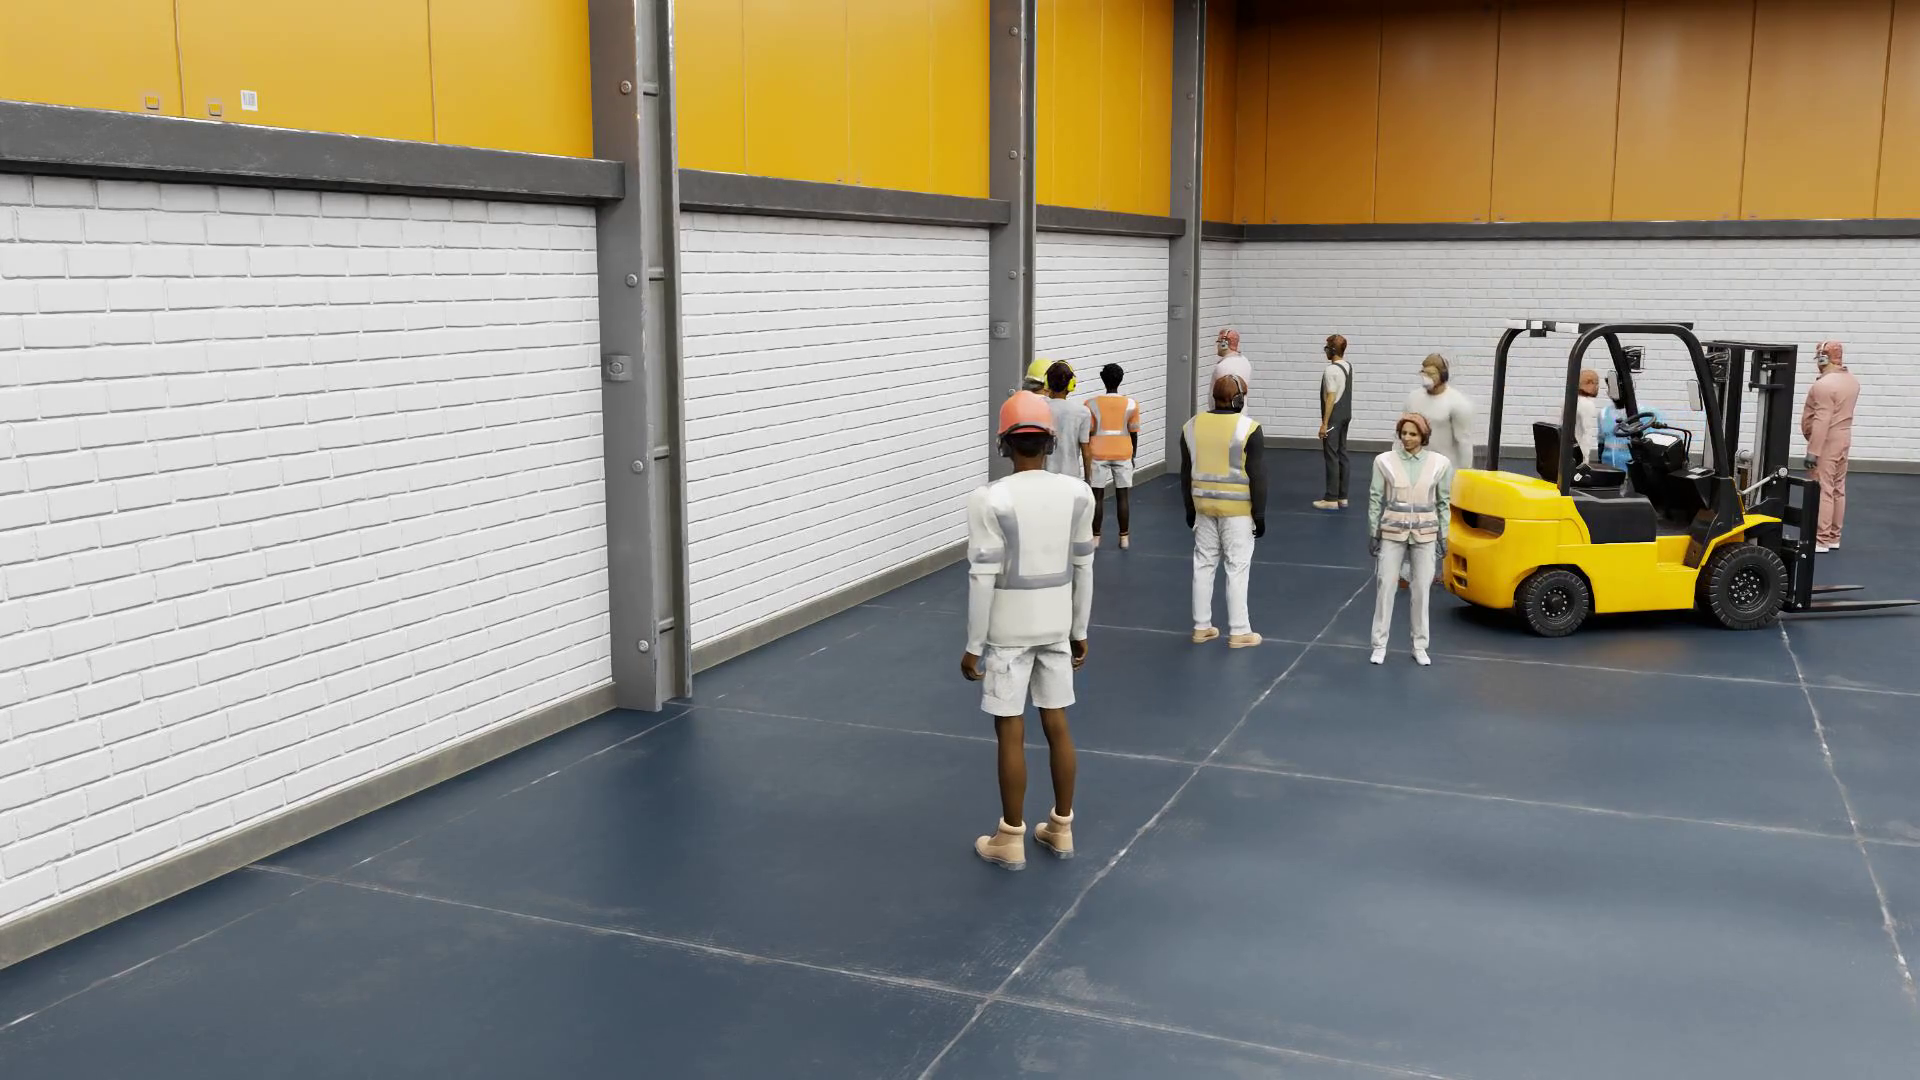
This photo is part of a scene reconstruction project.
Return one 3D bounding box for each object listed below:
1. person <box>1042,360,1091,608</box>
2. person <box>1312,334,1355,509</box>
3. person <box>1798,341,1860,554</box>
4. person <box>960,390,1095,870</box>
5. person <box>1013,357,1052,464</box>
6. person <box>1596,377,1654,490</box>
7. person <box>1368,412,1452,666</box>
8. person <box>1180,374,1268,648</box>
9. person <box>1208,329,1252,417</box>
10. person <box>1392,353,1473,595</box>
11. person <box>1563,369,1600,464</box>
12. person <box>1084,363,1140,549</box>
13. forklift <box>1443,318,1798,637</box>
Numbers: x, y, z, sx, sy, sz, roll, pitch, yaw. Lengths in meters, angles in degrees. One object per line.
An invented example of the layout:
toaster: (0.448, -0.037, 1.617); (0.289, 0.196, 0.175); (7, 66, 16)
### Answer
person: (0.728, -0.397, 12.363); (0.519, 1.873, 0.335); (2, 10, 12)
person: (3.960, -1.247, 17.588); (0.332, 1.844, 0.517); (8, 12, 40)
person: (7.735, -0.828, 14.891); (0.638, 1.901, 0.402); (-8, 12, -39)
person: (0.277, 0.383, 7.115); (0.616, 2.040, 0.373); (-5, 11, -29)
person: (0.665, -0.543, 13.351); (0.404, 1.836, 0.590); (-9, 13, -43)
person: (5.730, -0.611, 14.244); (0.564, 1.673, 0.566); (-6, 11, -33)
person: (2.884, -0.004, 10.689); (0.515, 1.636, 0.315); (2, 9, 9)
person: (1.798, -0.197, 11.235); (0.636, 1.842, 0.429); (8, 12, 39)
person: (2.790, -1.248, 17.408); (0.402, 1.911, 0.638); (6, 11, 31)
person: (3.685, -0.523, 13.098); (1.037, 1.881, 0.653); (-5, 10, -27)
person: (5.711, -0.782, 15.481); (0.415, 1.608, 0.527); (-1, 9, -7)
person: (1.369, -0.753, 15.076); (0.530, 1.687, 0.320); (-1, 9, -4)
forklift: (4.706, -0.497, 11.990); (2.313, 2.155, 1.214); (-2, 10, -10)
